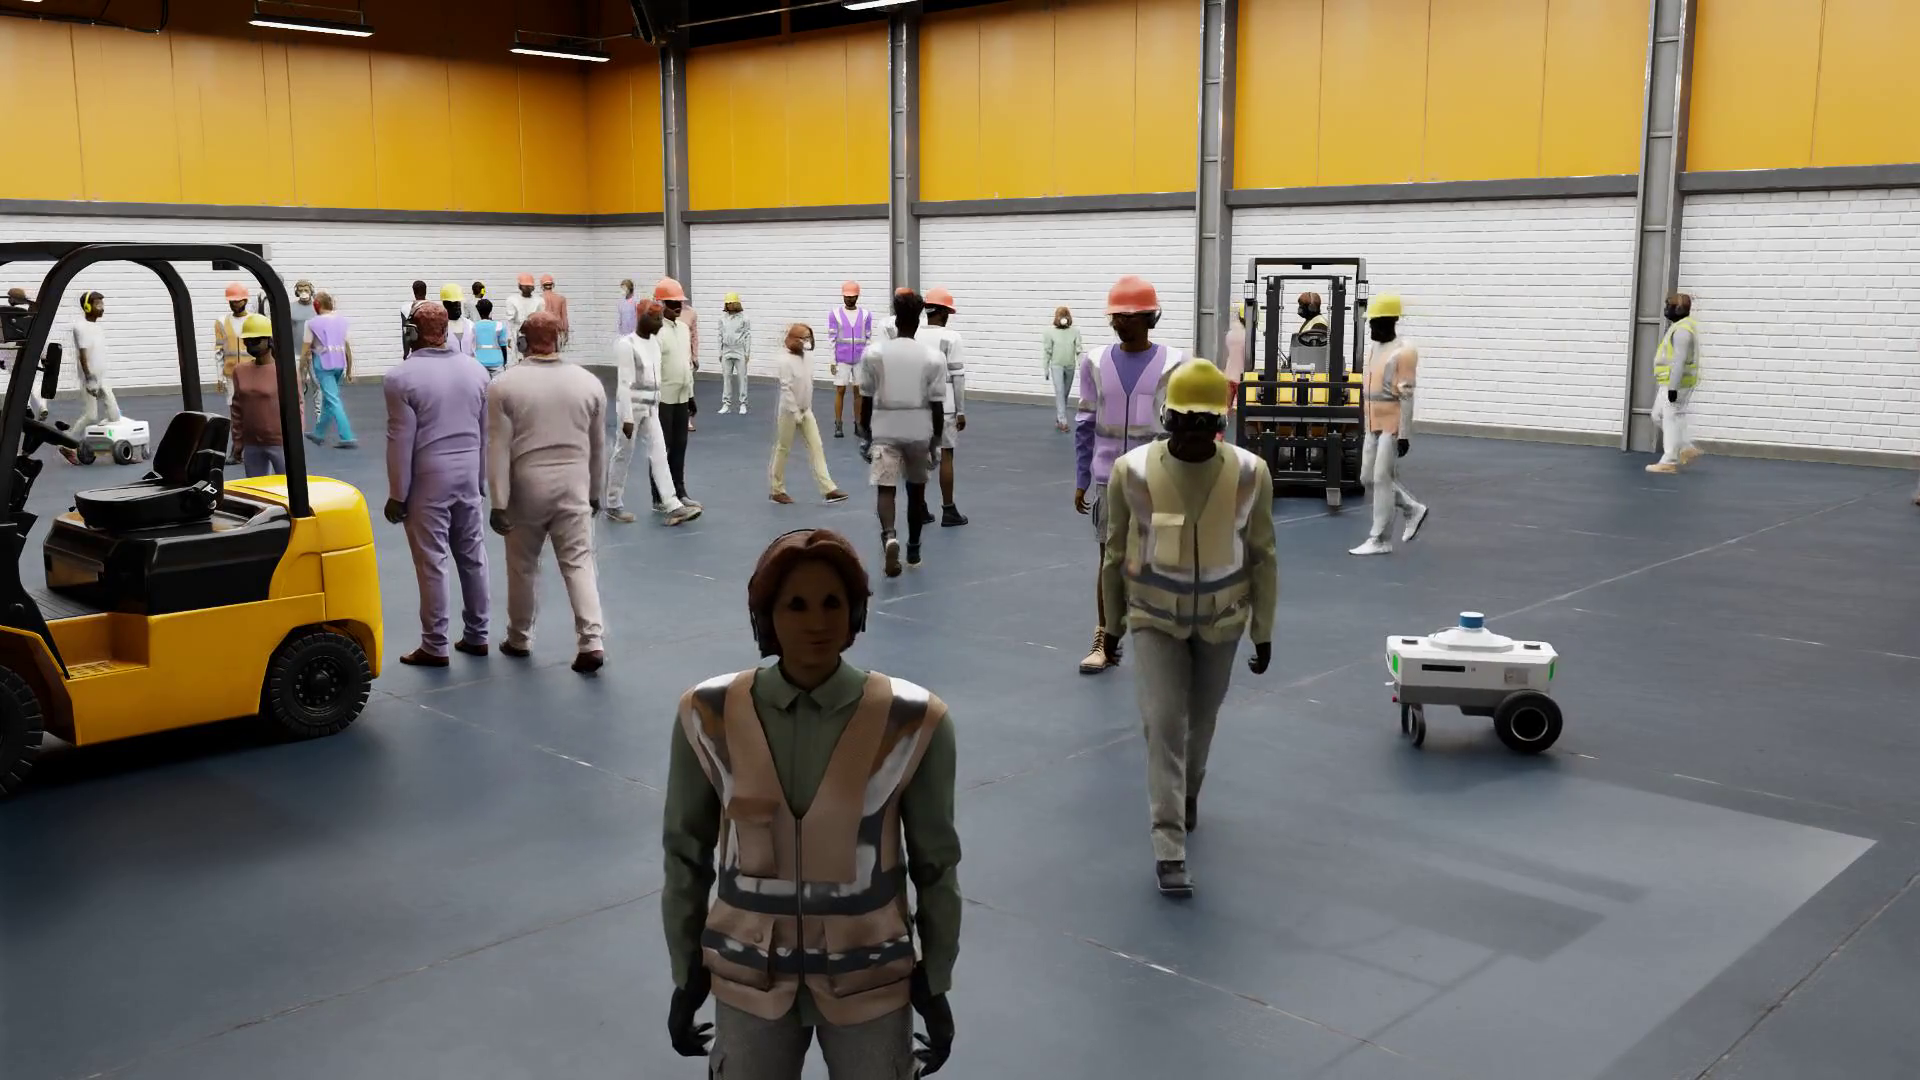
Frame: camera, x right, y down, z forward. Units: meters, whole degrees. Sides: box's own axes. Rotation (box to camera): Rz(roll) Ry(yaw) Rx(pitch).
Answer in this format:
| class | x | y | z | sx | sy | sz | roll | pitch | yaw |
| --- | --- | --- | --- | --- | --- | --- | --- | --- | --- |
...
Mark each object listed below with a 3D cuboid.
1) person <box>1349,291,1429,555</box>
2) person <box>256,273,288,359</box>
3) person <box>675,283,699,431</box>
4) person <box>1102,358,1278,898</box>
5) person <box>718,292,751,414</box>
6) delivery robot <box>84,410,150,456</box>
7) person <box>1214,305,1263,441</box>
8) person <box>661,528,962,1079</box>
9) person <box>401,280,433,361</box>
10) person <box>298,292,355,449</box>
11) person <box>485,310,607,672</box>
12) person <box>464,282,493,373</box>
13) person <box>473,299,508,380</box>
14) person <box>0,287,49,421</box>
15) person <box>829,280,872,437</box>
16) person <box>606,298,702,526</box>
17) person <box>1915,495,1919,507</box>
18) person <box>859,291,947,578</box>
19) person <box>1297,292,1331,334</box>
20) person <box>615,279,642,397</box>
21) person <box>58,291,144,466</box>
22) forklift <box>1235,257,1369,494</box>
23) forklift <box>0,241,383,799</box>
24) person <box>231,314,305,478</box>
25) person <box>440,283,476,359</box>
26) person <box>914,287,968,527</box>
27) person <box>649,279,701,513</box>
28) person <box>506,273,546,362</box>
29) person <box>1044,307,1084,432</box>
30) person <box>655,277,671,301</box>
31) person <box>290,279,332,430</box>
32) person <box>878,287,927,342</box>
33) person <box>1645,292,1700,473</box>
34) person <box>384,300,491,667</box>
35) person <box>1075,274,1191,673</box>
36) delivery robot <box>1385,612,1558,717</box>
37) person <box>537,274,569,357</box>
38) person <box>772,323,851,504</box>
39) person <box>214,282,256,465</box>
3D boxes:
| class | x | y | z | sx | sy | sz | roll | pitch | yaw |
| --- | --- | --- | --- | --- | --- | --- | --- | --- | --- |
| person | 3.151 | -0.840 | 12.059 | 0.620 | 1.913 | 0.592 | -3 | 10 | -17 |
| person | -10.975 | -3.288 | 26.669 | 0.738 | 2.000 | 0.602 | 8 | 12 | 39 |
| person | -3.610 | -2.315 | 21.126 | 0.642 | 1.906 | 0.410 | -5 | 11 | -29 |
| person | 0.797 | 0.248 | 5.811 | 0.595 | 1.783 | 0.933 | 0 | 9 | -1 |
| person | -3.234 | -2.671 | 23.797 | 0.487 | 1.744 | 0.314 | 2 | 9 | 12 |
| delivery robot | -9.008 | -1.143 | 17.777 | 0.477 | 0.478 | 0.707 | 1 | 9 | 7 |
| person | 3.030 | -1.700 | 17.987 | 0.781 | 1.708 | 0.551 | -7 | 12 | -37 |
| person | -0.258 | 0.789 | 2.898 | 0.525 | 1.641 | 0.308 | 1 | 9 | 5 |
| person | -7.450 | -2.645 | 23.117 | 0.590 | 1.915 | 0.392 | -6 | 11 | -31 |
| person | -7.368 | -1.959 | 19.255 | 0.967 | 1.790 | 0.594 | 5 | 10 | 27 |
| person | -2.131 | -0.248 | 8.620 | 0.667 | 1.871 | 0.934 | -5 | 11 | -30 |
| person | -7.951 | -3.347 | 27.578 | 0.518 | 1.865 | 0.328 | 0 | 9 | 2 |
| person | -6.096 | -2.258 | 21.444 | 0.538 | 1.693 | 0.321 | -2 | 10 | -13 |
| person | -12.512 | -2.447 | 22.192 | 0.436 | 1.829 | 0.628 | 5 | 11 | 29 |
| person | -1.337 | -2.226 | 20.484 | 0.547 | 1.934 | 0.376 | -3 | 10 | -15 |
| person | -2.538 | -1.018 | 13.396 | 0.961 | 1.831 | 0.615 | 4 | 10 | 25 |
| person | 8.479 | -1.075 | 13.691 | 0.639 | 1.862 | 0.996 | -7 | 11 | -36 |
| person | -0.387 | -0.712 | 11.220 | 0.605 | 1.931 | 0.852 | 0 | 9 | -3 |
| person | 3.707 | -1.700 | 17.595 | 0.430 | 1.835 | 0.622 | 0 | 9 | -2 |
| person | -5.254 | -3.271 | 26.930 | 0.642 | 1.917 | 0.726 | 8 | 12 | 40 |
| person | -9.116 | -1.690 | 17.487 | 0.783 | 1.845 | 0.530 | 1 | 9 | 4 |
| forklift | 3.309 | -1.629 | 16.029 | 1.214 | 2.155 | 2.313 | 2 | 9 | 11 |
| forklift | -3.706 | -0.171 | 7.093 | 1.214 | 2.155 | 2.313 | 9 | 13 | 43 |
| person | -4.710 | -0.646 | 11.311 | 0.523 | 1.769 | 0.324 | 2 | 10 | 13 |
| person | -5.036 | -1.584 | 16.565 | 0.370 | 1.929 | 0.585 | 7 | 12 | 39 |
| person | -0.190 | -1.069 | 13.418 | 0.543 | 1.927 | 0.384 | 5 | 11 | 29 |
| person | -2.459 | -1.214 | 14.140 | 0.396 | 1.989 | 0.619 | 5 | 10 | 26 |
| person | -6.830 | -3.192 | 26.238 | 0.620 | 1.991 | 1.007 | -2 | 10 | -13 |
| person | 1.323 | -2.206 | 21.398 | 0.499 | 1.594 | 0.846 | -3 | 10 | -16 |
| person | -4.741 | -3.288 | 26.973 | 0.354 | 1.942 | 0.545 | 4 | 10 | 22 |
| person | -8.352 | -2.361 | 21.299 | 0.627 | 1.940 | 0.370 | -4 | 10 | -23 |
| person | -0.577 | -1.683 | 17.309 | 0.584 | 1.884 | 0.347 | -2 | 10 | -14 |
| person | 7.237 | -1.583 | 16.844 | 0.435 | 1.832 | 0.648 | 4 | 10 | 23 |
| person | -2.751 | -0.294 | 8.723 | 0.402 | 1.911 | 0.638 | 6 | 11 | 34 |
| person | 0.869 | -0.314 | 8.428 | 0.615 | 2.041 | 0.385 | 3 | 10 | 20 |
| delivery robot | 2.243 | 0.561 | 7.328 | 0.707 | 0.478 | 0.477 | 2 | 9 | 12 |
| person | -7.228 | -3.670 | 29.228 | 0.644 | 1.959 | 0.822 | -4 | 10 | -22 |
| person | -1.338 | -1.081 | 14.483 | 0.816 | 1.592 | 0.501 | 6 | 11 | 34 |
| person | -7.570 | -1.748 | 17.555 | 0.551 | 1.932 | 0.378 | -1 | 9 | -8 |
